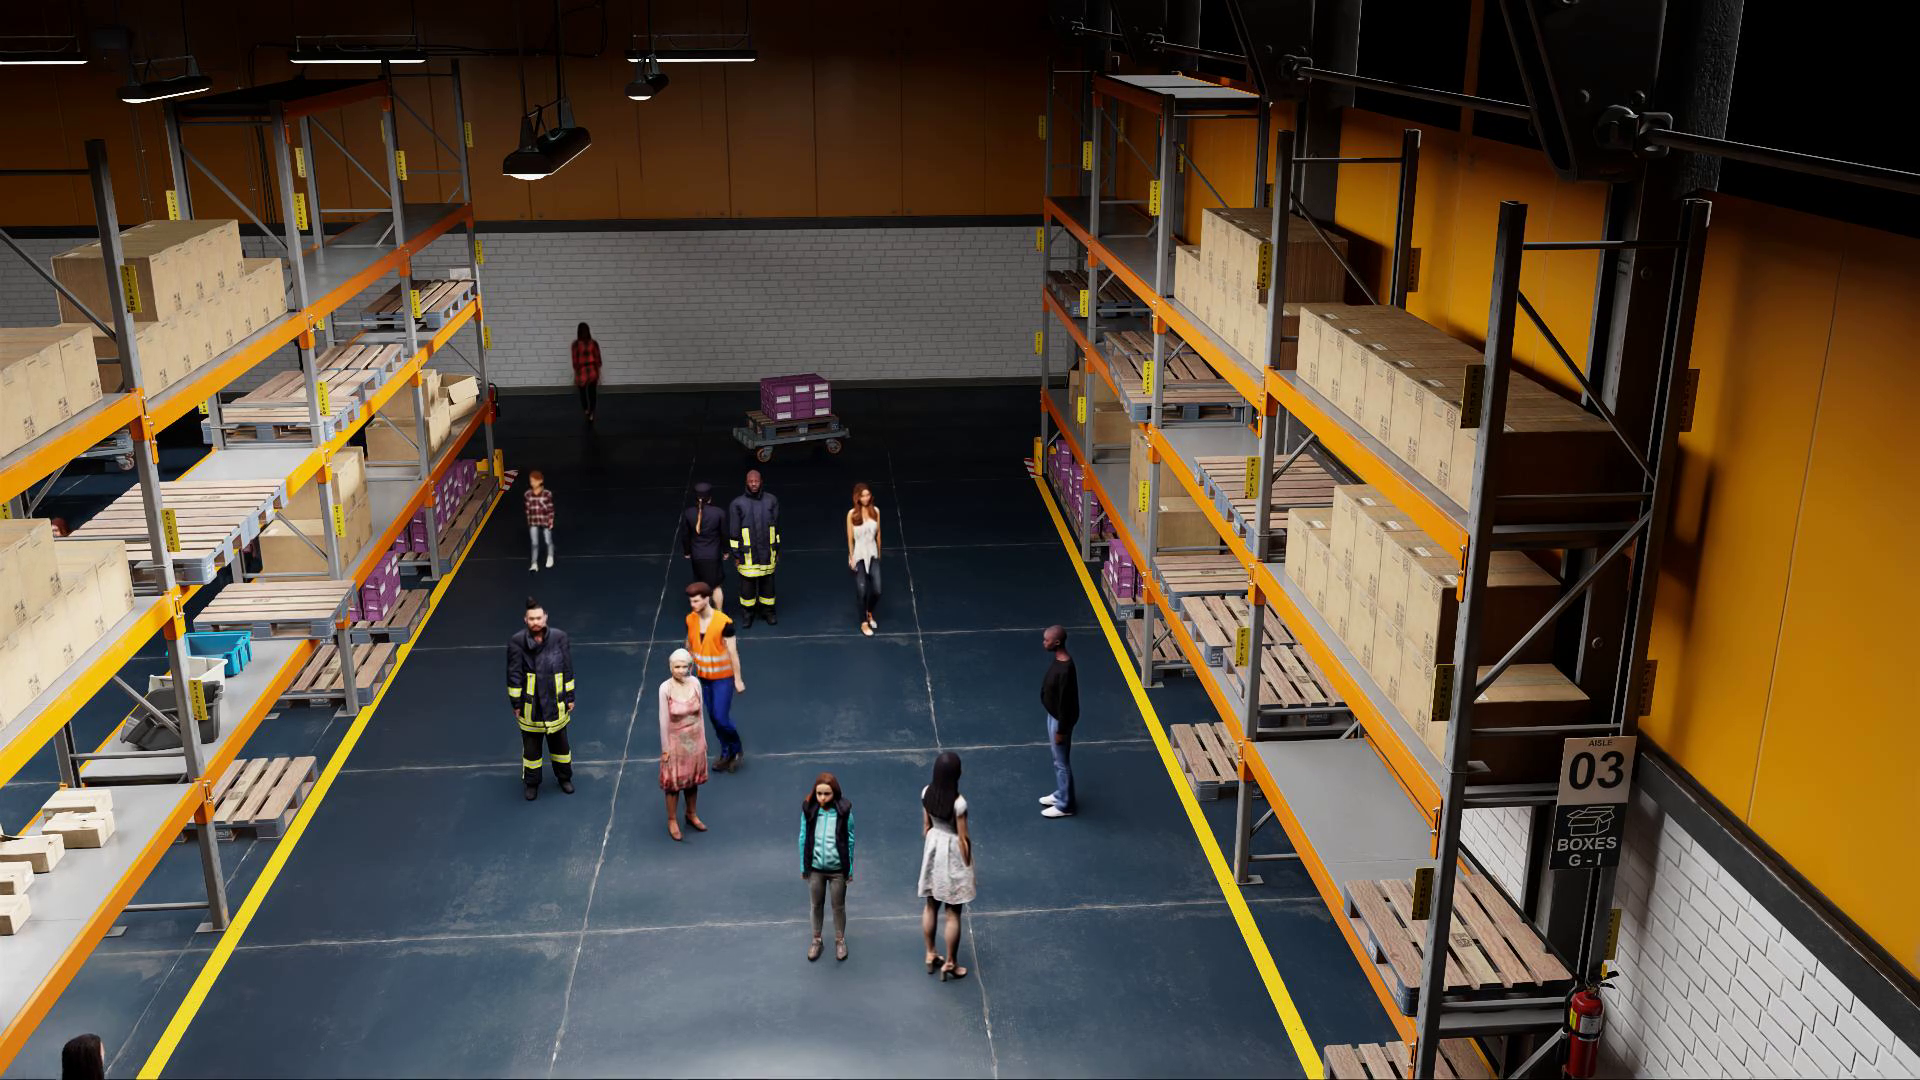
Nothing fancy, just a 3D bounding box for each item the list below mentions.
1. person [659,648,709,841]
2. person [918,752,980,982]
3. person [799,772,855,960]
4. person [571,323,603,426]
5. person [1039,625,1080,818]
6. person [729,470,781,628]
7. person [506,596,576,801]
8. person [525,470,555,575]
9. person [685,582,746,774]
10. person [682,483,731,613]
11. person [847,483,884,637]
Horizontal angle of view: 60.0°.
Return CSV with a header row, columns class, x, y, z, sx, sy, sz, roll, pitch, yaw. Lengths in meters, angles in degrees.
class,x,y,z,sx,sy,sz,roll,pitch,yaw
person,-2.374,1.716,14.192,0.694,1.690,0.734,-15,23,-37
person,-0.100,2.370,12.126,0.777,1.771,0.836,15,24,37
person,-0.988,2.417,12.408,0.589,1.501,0.604,0,19,1
person,-6.127,-2.697,27.354,0.751,1.654,1.145,-5,19,-13
person,0.894,1.566,14.554,0.664,1.744,0.492,-3,19,-8
person,-2.313,0.073,18.864,0.803,1.822,0.745,-6,19,-16
person,-3.737,1.391,14.893,0.825,1.861,0.791,-7,20,-20
person,-5.185,-0.245,20.670,0.555,1.273,0.870,0,19,-1
person,-2.197,1.226,15.381,0.855,1.861,0.901,10,21,27
person,-2.869,0.176,18.797,0.708,1.671,0.643,0,19,0
person,-1.110,0.194,18.580,0.668,1.774,0.700,-9,21,-25
